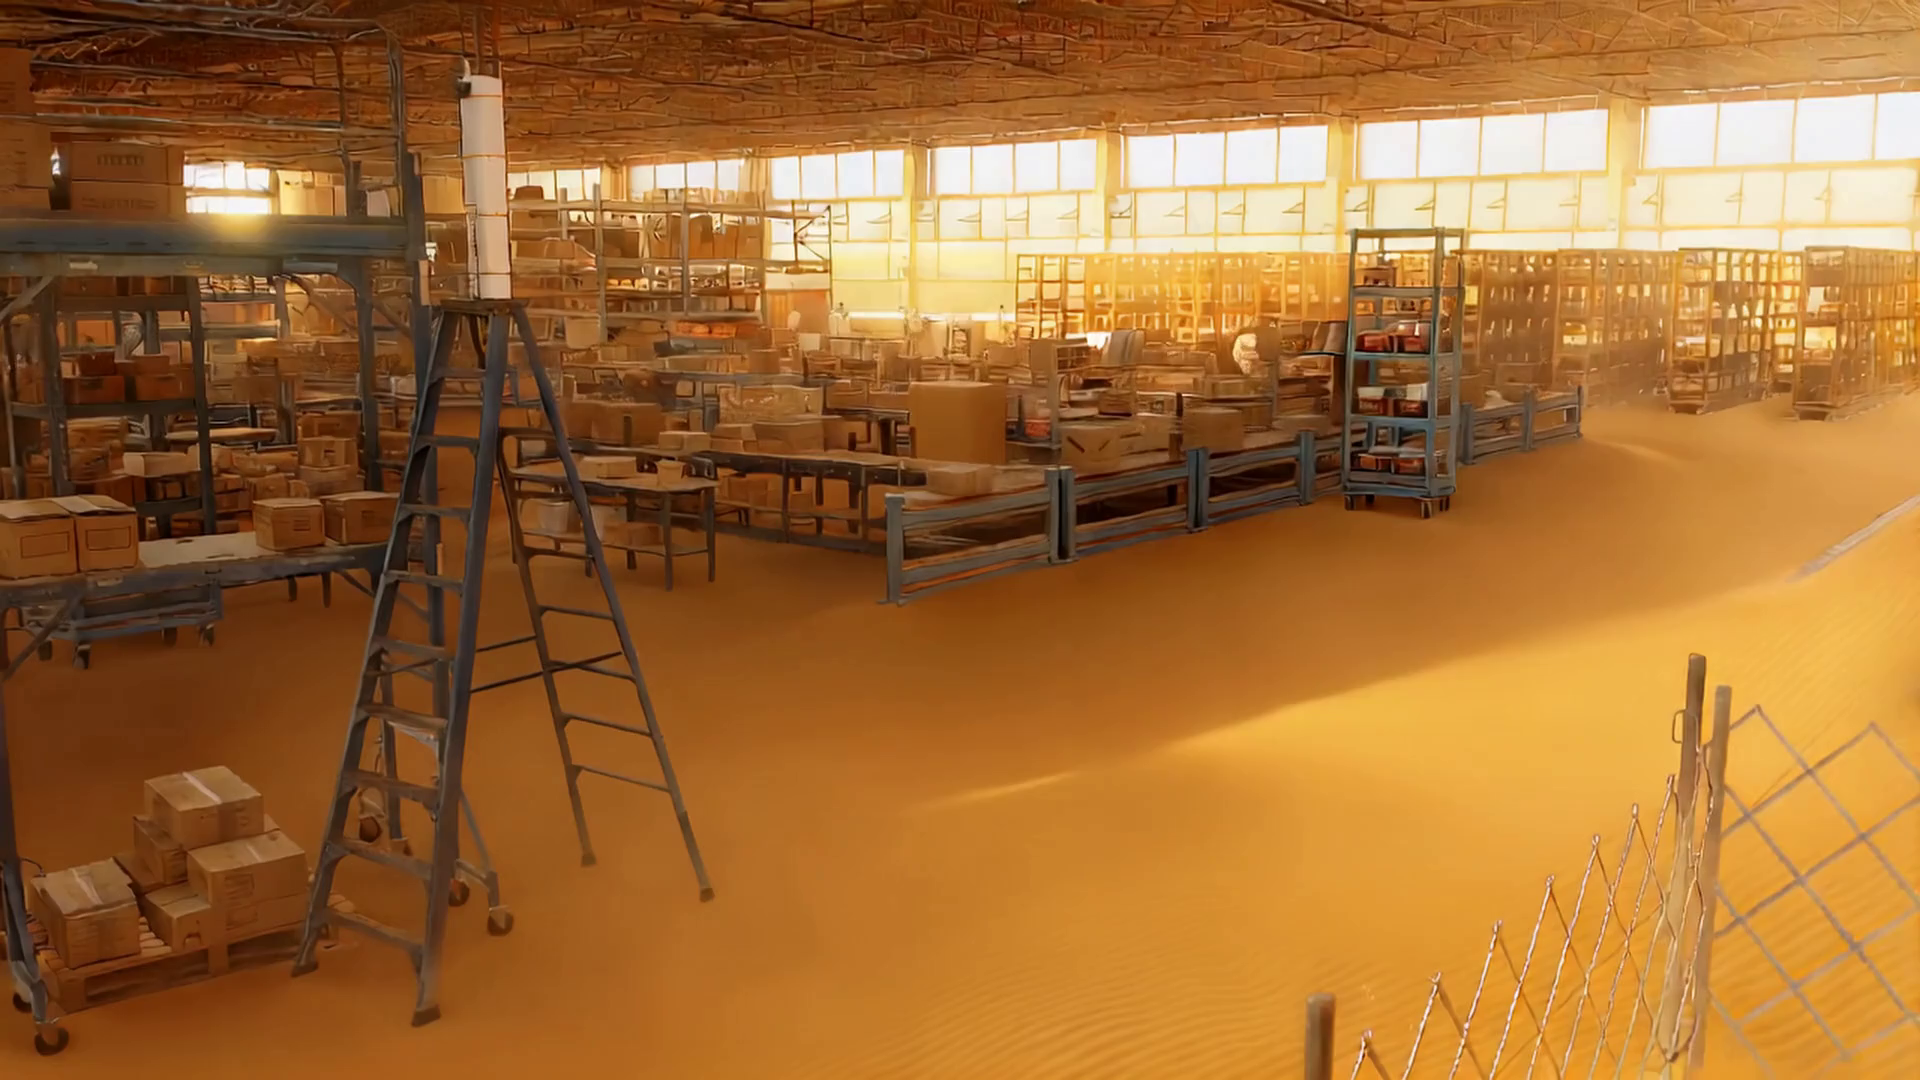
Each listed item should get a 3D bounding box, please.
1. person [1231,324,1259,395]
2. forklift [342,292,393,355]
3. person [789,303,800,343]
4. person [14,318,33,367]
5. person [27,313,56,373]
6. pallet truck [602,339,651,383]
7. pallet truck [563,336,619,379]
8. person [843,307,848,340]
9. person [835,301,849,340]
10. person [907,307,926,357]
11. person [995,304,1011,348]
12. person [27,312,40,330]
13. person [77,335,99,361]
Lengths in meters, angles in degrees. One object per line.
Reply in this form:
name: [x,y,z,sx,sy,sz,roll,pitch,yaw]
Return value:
person: [7.156,-4.549,41.887,0.670,1.770,0.886,-4,10,-23]
forklift: [-16.485,-5.622,45.120,1.129,2.768,1.873,7,11,37]
person: [-6.352,-8.173,64.133,0.559,1.895,0.976,7,11,36]
person: [-24.004,-4.740,42.625,0.551,1.905,0.637,1,9,4]
person: [-27.171,-5.746,49.040,0.904,1.859,0.678,-4,10,-22]
pallet truck: [-8.991,-4.871,45.351,0.653,1.274,1.630,7,11,37]
pallet truck: [-10.690,-5.294,48.215,1.601,1.201,0.680,-5,10,-26]
person: [-4.753,-8.684,67.773,0.545,1.740,0.578,7,11,37]
person: [-4.523,-8.141,63.595,0.611,1.995,0.375,-6,11,-33]
person: [-1.419,-6.637,54.380,0.631,1.936,0.430,-4,10,-22]
person: [1.831,-8.764,68.111,0.892,1.797,0.642,4,10,21]
person: [-30.737,-6.684,55.175,0.585,1.780,0.947,8,12,41]
person: [-20.433,-3.998,38.981,0.805,1.602,0.512,7,12,38]
